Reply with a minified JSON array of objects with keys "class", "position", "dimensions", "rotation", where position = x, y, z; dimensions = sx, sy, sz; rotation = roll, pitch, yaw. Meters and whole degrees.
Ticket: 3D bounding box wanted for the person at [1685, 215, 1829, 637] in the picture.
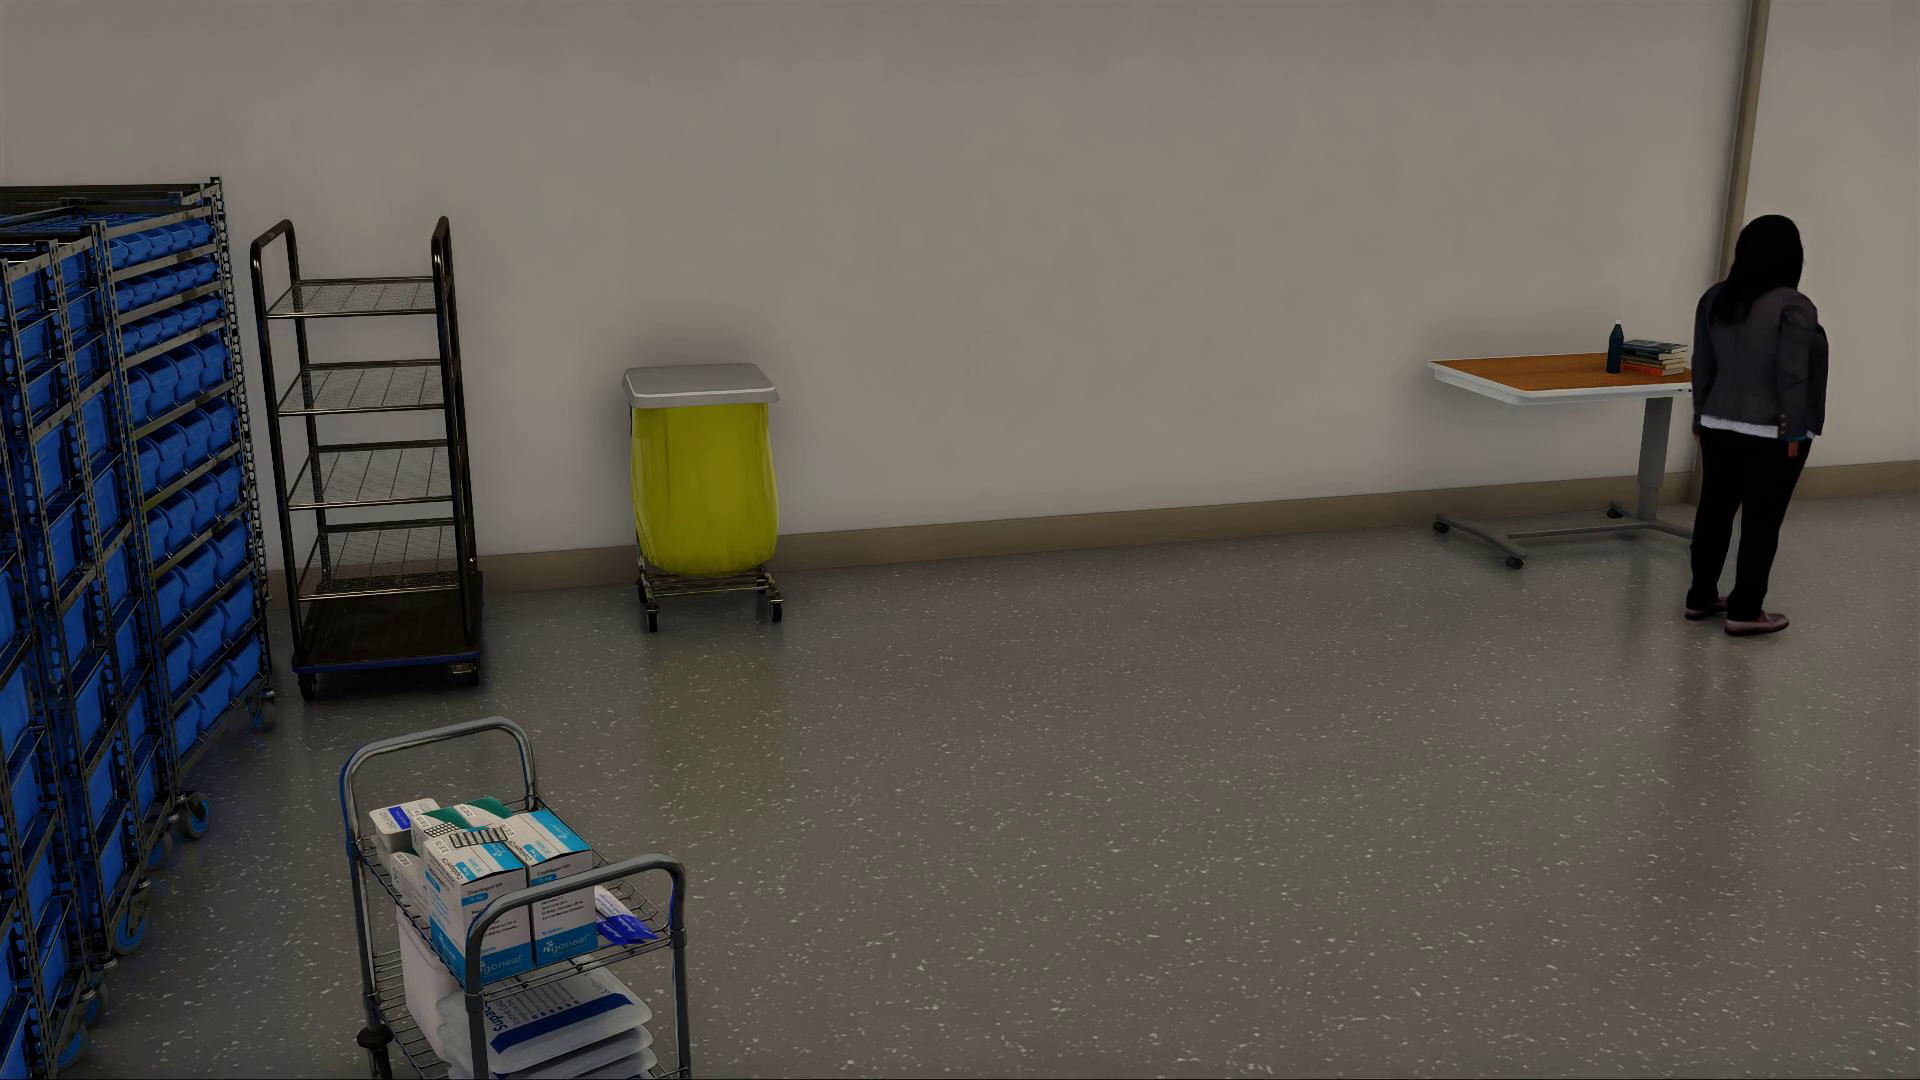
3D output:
[{"class":"person","position":[3.035,-0.436,6.375],"dimensions":[0.689,1.598,0.702],"rotation":[-6,17,-22]}]
